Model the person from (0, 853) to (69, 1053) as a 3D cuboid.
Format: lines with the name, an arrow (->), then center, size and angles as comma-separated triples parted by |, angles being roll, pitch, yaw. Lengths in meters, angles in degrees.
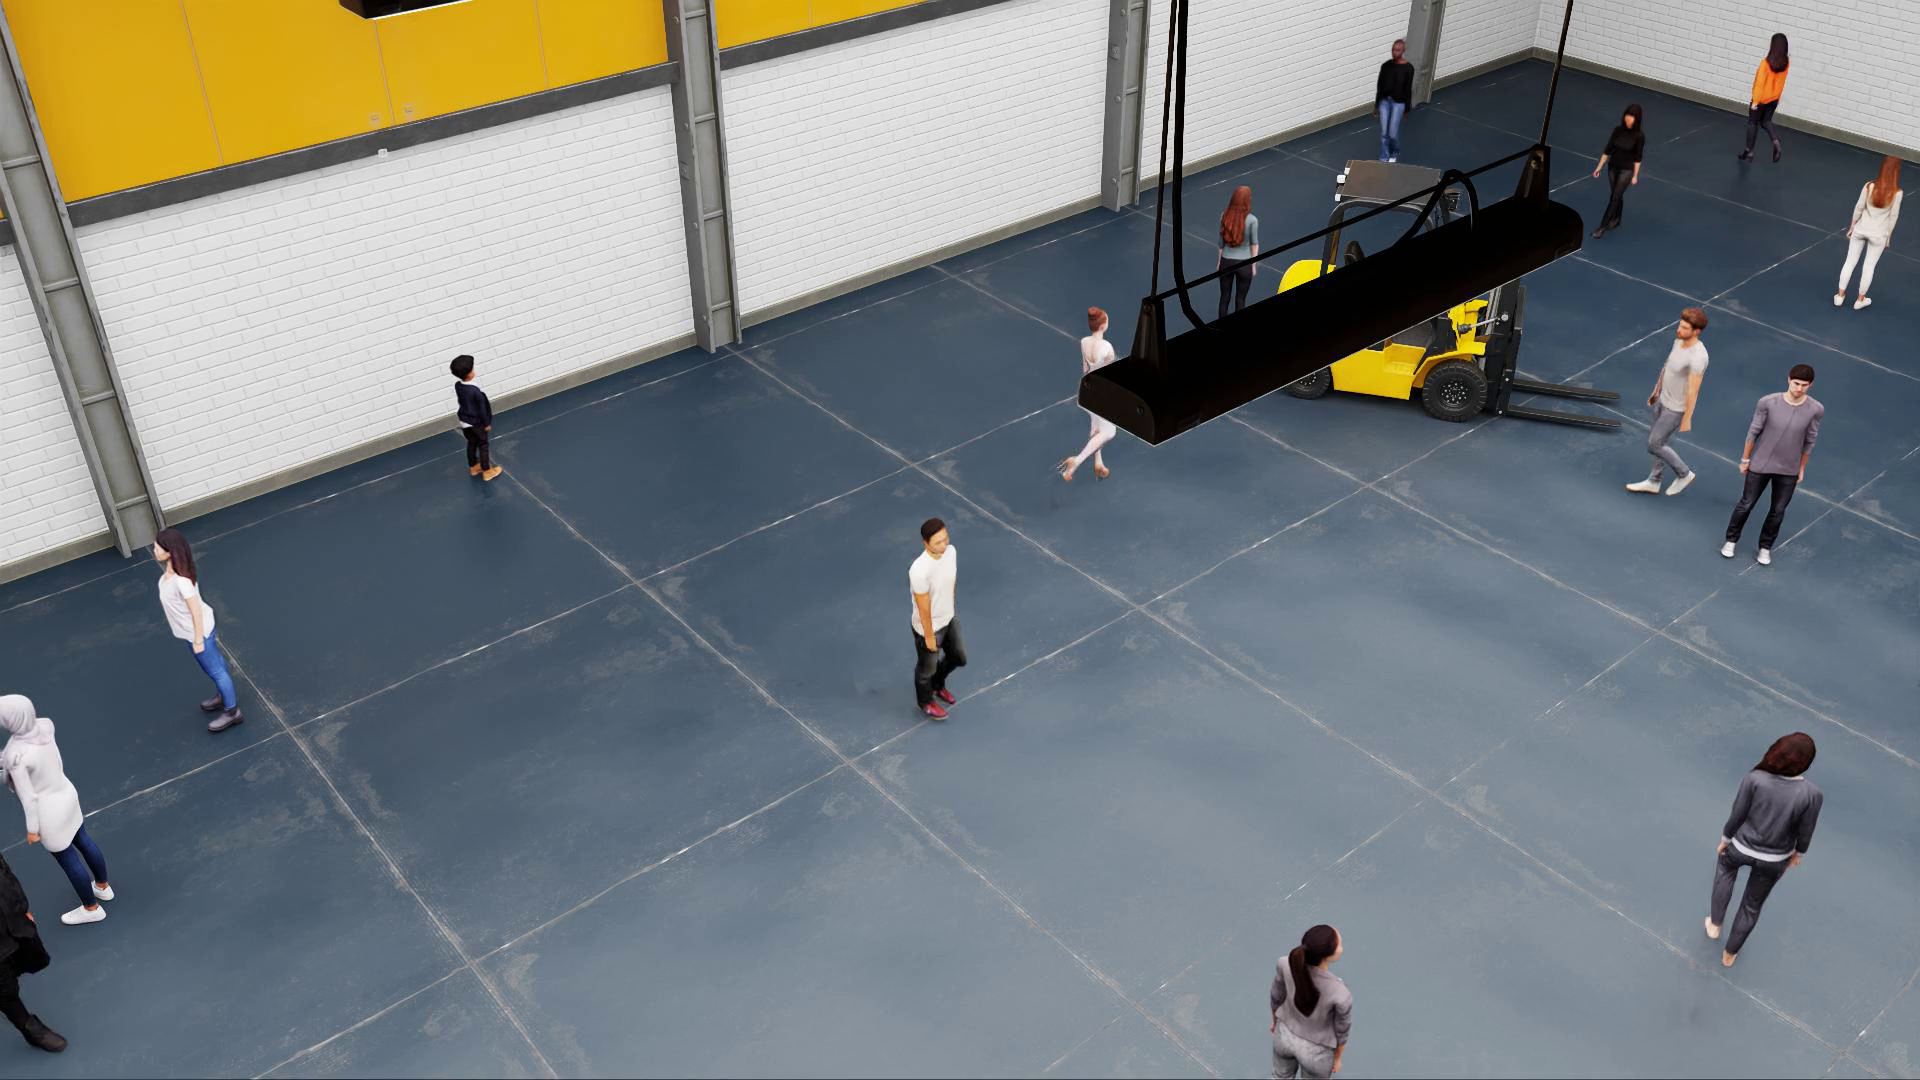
person -> -5.660, 2.260, 9.651 | 0.950, 1.753, 0.933 | 10, 35, 15

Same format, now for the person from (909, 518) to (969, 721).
person -> -0.267, 0.565, 12.174 | 0.767, 1.783, 0.642 | 21, 39, 29

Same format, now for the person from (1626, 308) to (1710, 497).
person -> 6.415, -1.189, 14.727 | 0.961, 1.878, 0.900 | 3, 34, 4

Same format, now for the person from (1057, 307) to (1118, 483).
person -> 1.191, -1.236, 14.885 | 0.879, 1.781, 0.657 | -21, 39, -28

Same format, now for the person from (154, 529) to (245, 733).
person -> -5.555, 0.651, 12.134 | 0.589, 1.684, 0.645 | -17, 37, -23

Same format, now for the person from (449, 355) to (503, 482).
person -> -4.465, -1.125, 15.226 | 0.543, 1.219, 0.534 | 22, 39, 29

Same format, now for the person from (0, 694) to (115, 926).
person -> -5.713, 1.687, 10.493 | 0.728, 1.776, 0.684 | 0, 34, 1

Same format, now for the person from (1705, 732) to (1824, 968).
person -> 4.863, 1.933, 10.141 | 0.731, 1.755, 0.755 | 17, 37, 24

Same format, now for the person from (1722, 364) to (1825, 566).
person -> 6.842, -0.652, 13.945 | 0.738, 1.849, 0.731 | 10, 35, 15

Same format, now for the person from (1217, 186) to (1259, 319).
person -> 2.882, -2.860, 17.363 | 0.658, 1.743, 0.669 | 15, 36, 21

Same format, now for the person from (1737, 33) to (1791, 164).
person -> 10.541, -5.690, 21.634 | 0.949, 1.728, 0.888 | -9, 35, -14

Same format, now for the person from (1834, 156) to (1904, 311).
person -> 9.915, -3.342, 18.119 | 0.630, 1.709, 0.604 | 25, 41, 32

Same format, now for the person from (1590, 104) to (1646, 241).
person -> 7.919, -4.411, 19.824 | 1.032, 1.601, 0.589 | -23, 40, -31

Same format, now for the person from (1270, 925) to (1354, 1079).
person -> 1.867, 2.730, 9.014 | 0.655, 1.677, 0.628 | 24, 41, 32

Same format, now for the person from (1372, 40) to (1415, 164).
person -> 5.628, -5.653, 21.573 | 0.694, 1.734, 0.744 | 19, 38, 26
